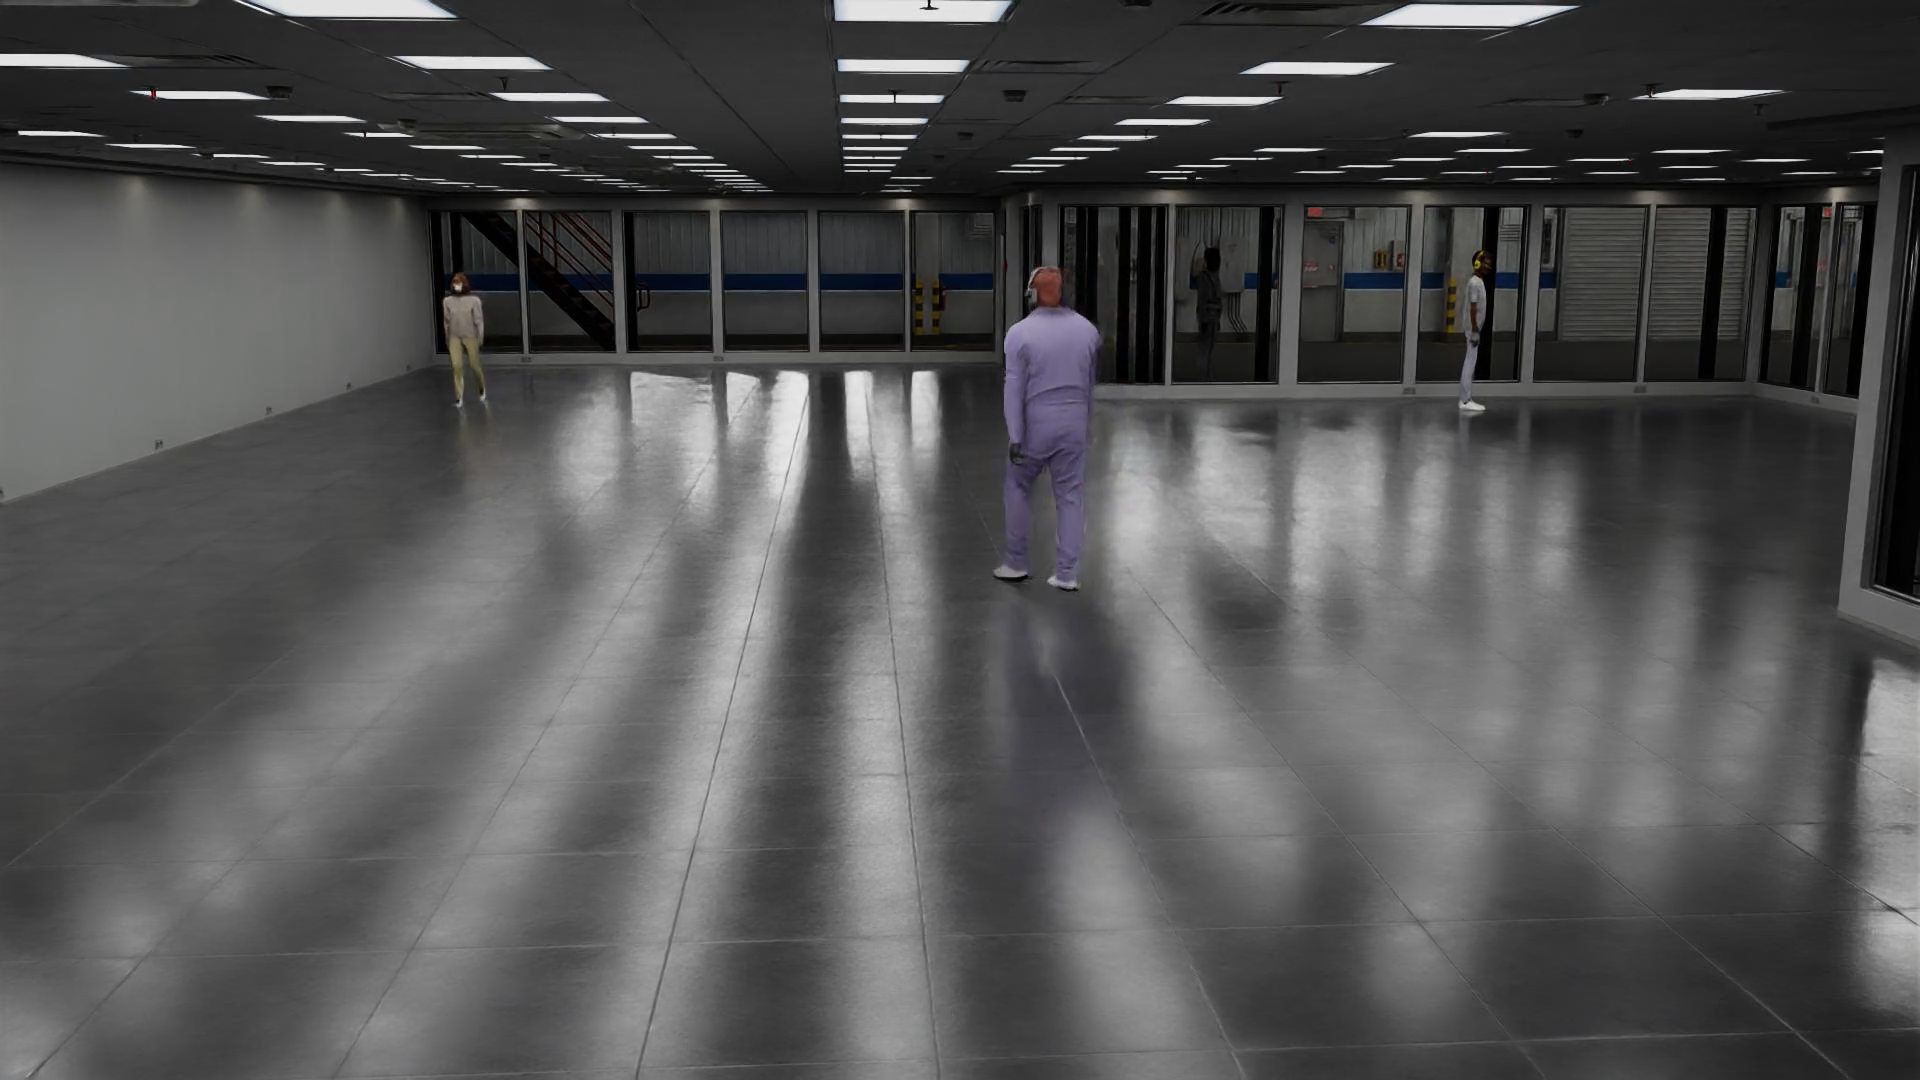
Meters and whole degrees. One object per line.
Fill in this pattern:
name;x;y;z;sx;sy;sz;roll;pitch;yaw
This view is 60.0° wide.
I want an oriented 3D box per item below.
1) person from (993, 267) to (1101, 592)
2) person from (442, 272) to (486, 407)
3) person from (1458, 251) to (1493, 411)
person;0.487;-0.652;9.799;0.647;1.879;0.743;-4;11;-23
person;-5.964;-2.430;20.091;0.500;1.615;0.722;0;11;2
person;6.060;-2.454;19.545;0.327;1.865;0.520;3;11;17
